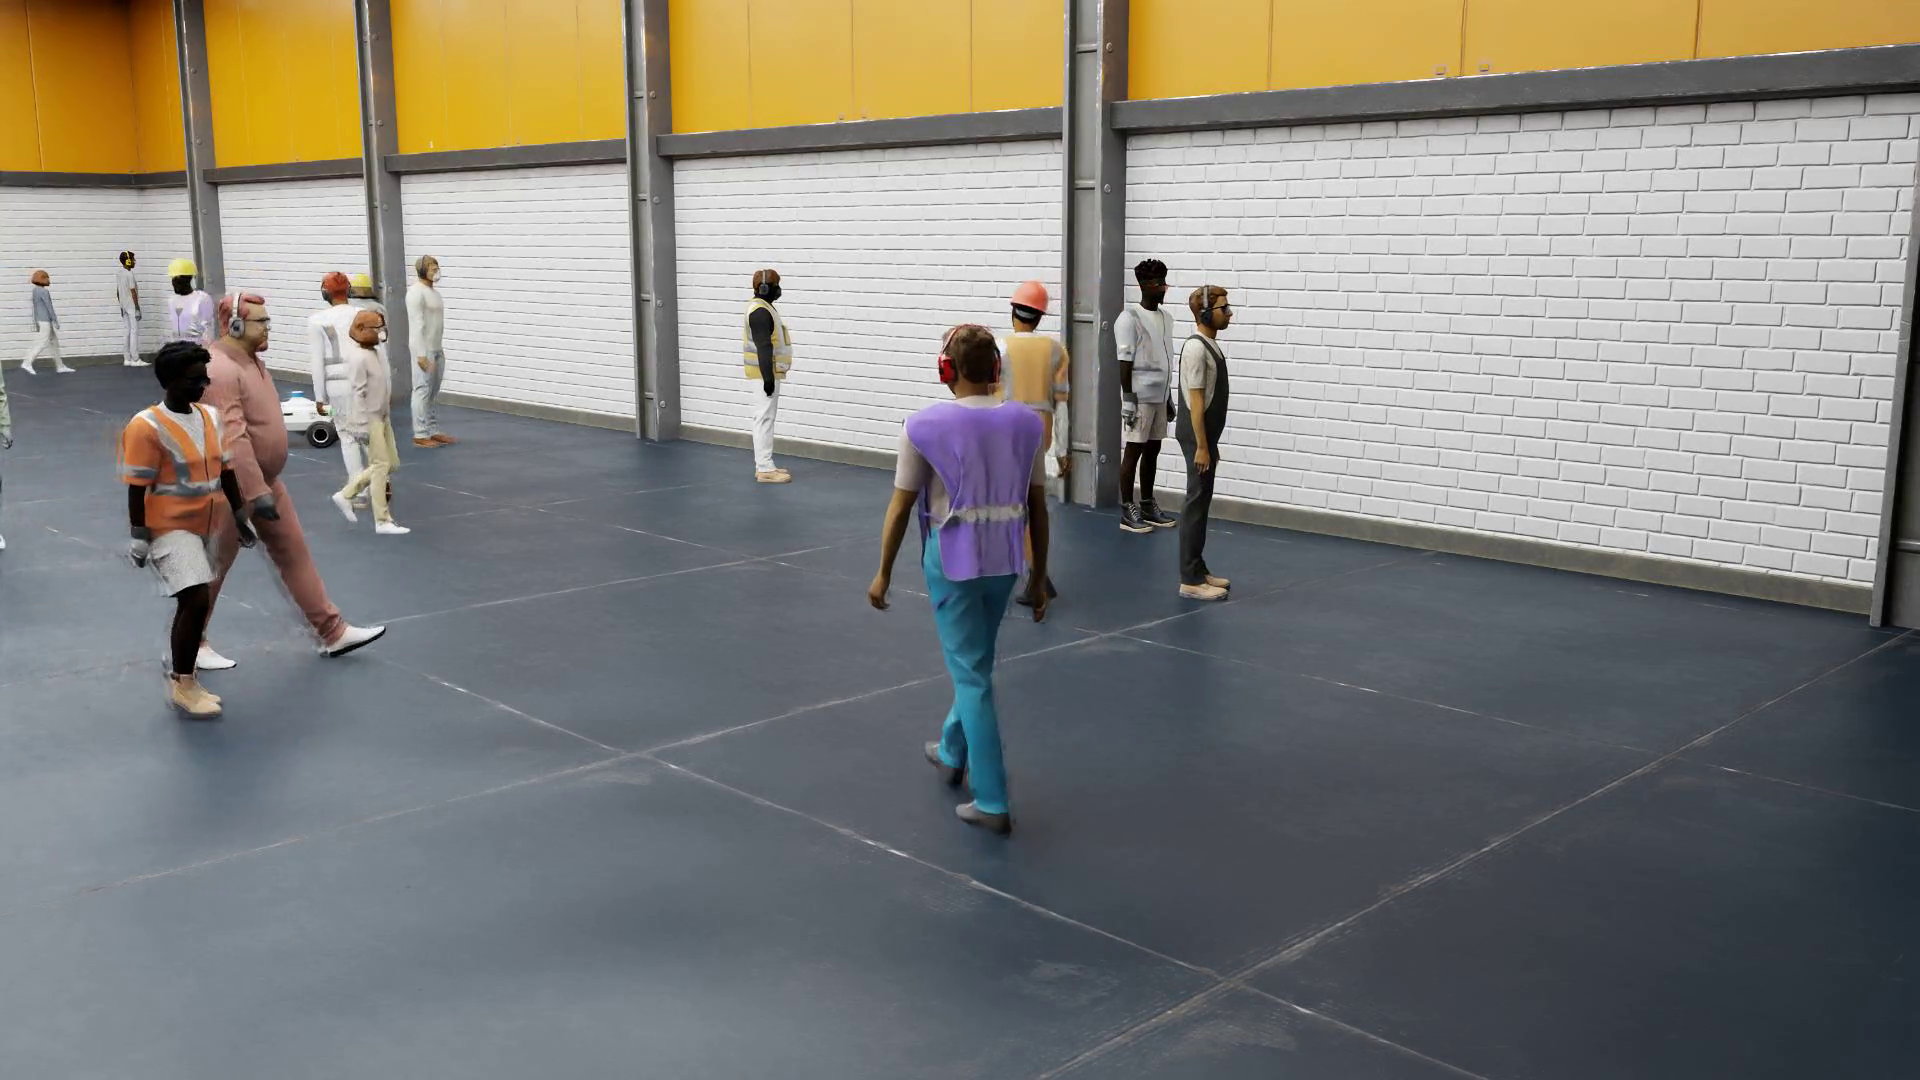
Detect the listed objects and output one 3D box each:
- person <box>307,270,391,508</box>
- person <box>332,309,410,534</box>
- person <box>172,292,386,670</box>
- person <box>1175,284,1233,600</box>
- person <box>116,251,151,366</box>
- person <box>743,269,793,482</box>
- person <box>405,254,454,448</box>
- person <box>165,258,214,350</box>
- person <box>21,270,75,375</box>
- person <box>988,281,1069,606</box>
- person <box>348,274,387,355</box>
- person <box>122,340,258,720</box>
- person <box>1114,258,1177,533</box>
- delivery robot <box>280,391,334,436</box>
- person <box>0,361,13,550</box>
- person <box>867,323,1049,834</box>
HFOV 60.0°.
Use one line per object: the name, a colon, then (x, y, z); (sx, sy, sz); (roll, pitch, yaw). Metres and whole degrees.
person: (-4.727, -1.158, 12.937); (0.579, 1.864, 0.494); (-10, 14, -43)
person: (-4.233, -0.839, 11.869); (0.503, 1.614, 0.512); (0, 10, 1)
person: (-3.445, -0.275, 8.163); (1.004, 1.853, 0.646); (0, 10, -2)
person: (1.449, -0.576, 9.820); (0.345, 1.847, 0.506); (2, 11, 13)
person: (-13.564, -3.778, 27.214); (0.533, 1.870, 0.315); (8, 13, 36)
person: (-1.667, -1.428, 14.480); (0.429, 1.844, 0.626); (-2, 11, -8)
person: (-5.374, -1.904, 16.807); (0.352, 1.938, 0.634); (0, 10, 2)
person: (-7.647, -1.862, 16.658); (0.594, 1.911, 0.712); (4, 11, 22)
person: (-14.143, -3.361, 25.648); (0.763, 1.606, 0.508); (-9, 14, -40)
person: (0.329, -0.579, 9.799); (0.656, 1.869, 1.037); (-4, 11, -19)
person: (-6.692, -2.140, 18.718); (0.499, 1.708, 0.851); (-6, 12, -31)
person: (-3.385, -0.043, 7.350); (0.508, 1.674, 0.547); (2, 11, 11)
person: (1.362, -1.046, 12.053); (0.367, 1.966, 0.607); (8, 13, 39)
delivery robot: (-6.679, -1.259, 16.810); (0.707, 0.478, 0.477); (-2, 11, -11)
person: (-6.658, -0.706, 11.162); (0.526, 1.610, 0.536); (-7, 12, -33)
person: (-0.023, 0.115, 6.142); (0.597, 1.802, 0.901); (-6, 12, -30)
